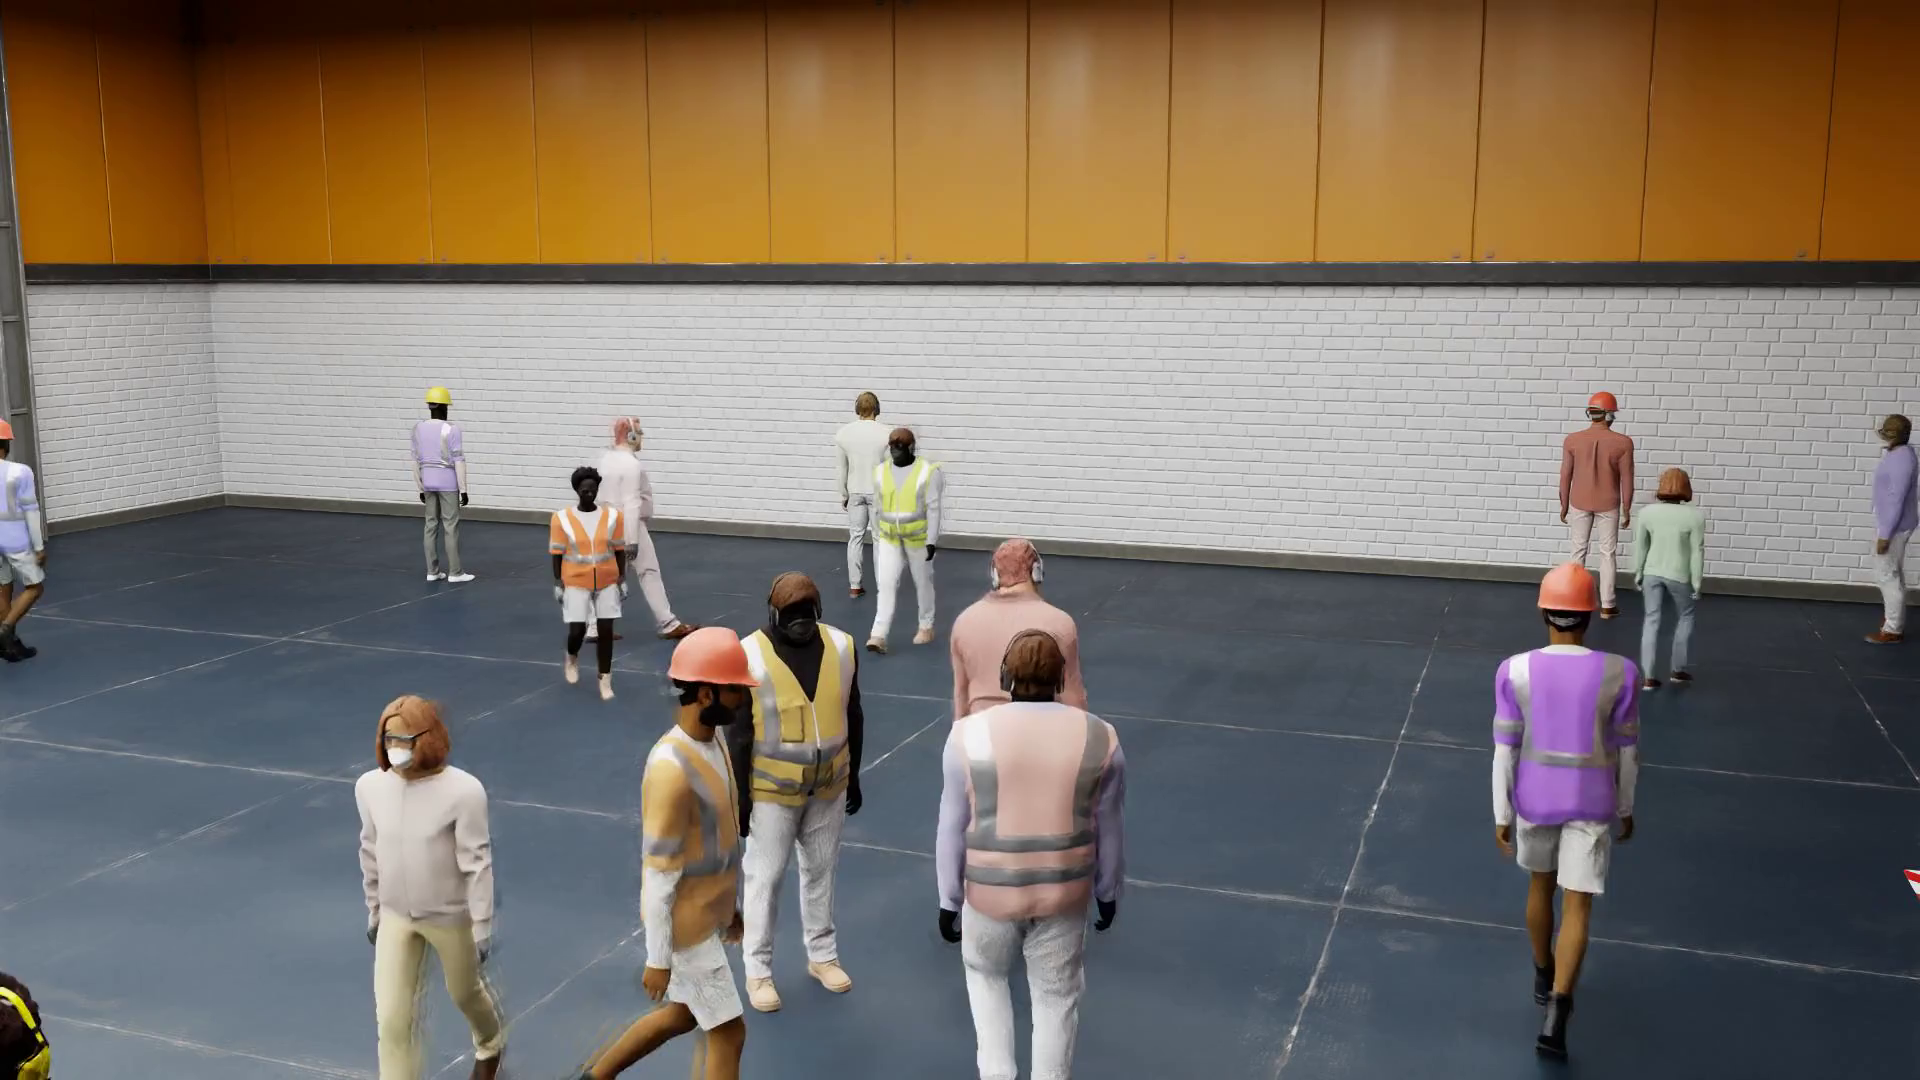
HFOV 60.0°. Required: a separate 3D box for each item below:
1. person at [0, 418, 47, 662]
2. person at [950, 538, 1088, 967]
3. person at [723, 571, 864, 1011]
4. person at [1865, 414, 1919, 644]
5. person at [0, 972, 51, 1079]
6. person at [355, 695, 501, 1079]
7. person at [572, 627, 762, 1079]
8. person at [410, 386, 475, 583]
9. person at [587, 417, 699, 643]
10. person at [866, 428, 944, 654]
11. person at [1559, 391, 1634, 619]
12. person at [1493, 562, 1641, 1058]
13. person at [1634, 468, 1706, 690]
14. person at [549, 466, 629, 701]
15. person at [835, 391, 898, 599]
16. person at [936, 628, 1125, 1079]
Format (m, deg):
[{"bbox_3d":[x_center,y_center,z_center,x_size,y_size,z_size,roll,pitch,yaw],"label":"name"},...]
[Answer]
[{"bbox_3d":[-7.350,0.023,12.773,0.570,1.923,0.600,0,9,1],"label":"person"},{"bbox_3d":[0.230,0.937,7.274,0.708,1.869,0.653,7,12,39],"label":"person"},{"bbox_3d":[-0.682,1.023,6.893,0.632,1.835,0.432,-5,11,-30],"label":"person"},{"bbox_3d":[7.625,-0.090,13.593,0.346,1.907,0.780,5,10,28],"label":"person"},{"bbox_3d":[-1.699,1.674,2.848,0.510,1.833,0.872,-2,9,-14],"label":"person"},{"bbox_3d":[-1.856,1.308,5.838,0.510,1.593,0.833,1,9,8],"label":"person"},{"bbox_3d":[-0.962,1.219,5.470,0.855,1.905,0.555,1,9,3],"label":"person"},{"bbox_3d":[-5.060,-0.535,16.239,0.587,1.927,0.365,3,10,19],"label":"person"},{"bbox_3d":[-2.658,-0.080,13.633,0.906,1.859,0.669,-6,11,-33],"label":"person"},{"bbox_3d":[-0.448,0.004,13.313,0.622,1.790,0.960,3,10,17],"label":"person"},{"bbox_3d":[5.596,-0.309,14.632,0.614,1.990,0.392,6,11,31],"label":"person"},{"bbox_3d":[2.371,1.040,6.574,0.540,1.908,0.956,5,10,26],"label":"person"},{"bbox_3d":[5.191,0.276,12.147,0.521,1.607,0.639,9,13,43],"label":"person"},{"bbox_3d":[-2.645,0.297,11.837,0.539,1.687,0.443,-4,10,-24],"label":"person"},{"bbox_3d":[-0.843,-0.412,15.439,0.631,1.940,0.372,3,10,17],"label":"person"},{"bbox_3d":[0.243,1.206,5.748,0.662,1.822,0.478,-1,9,-5],"label":"person"}]
